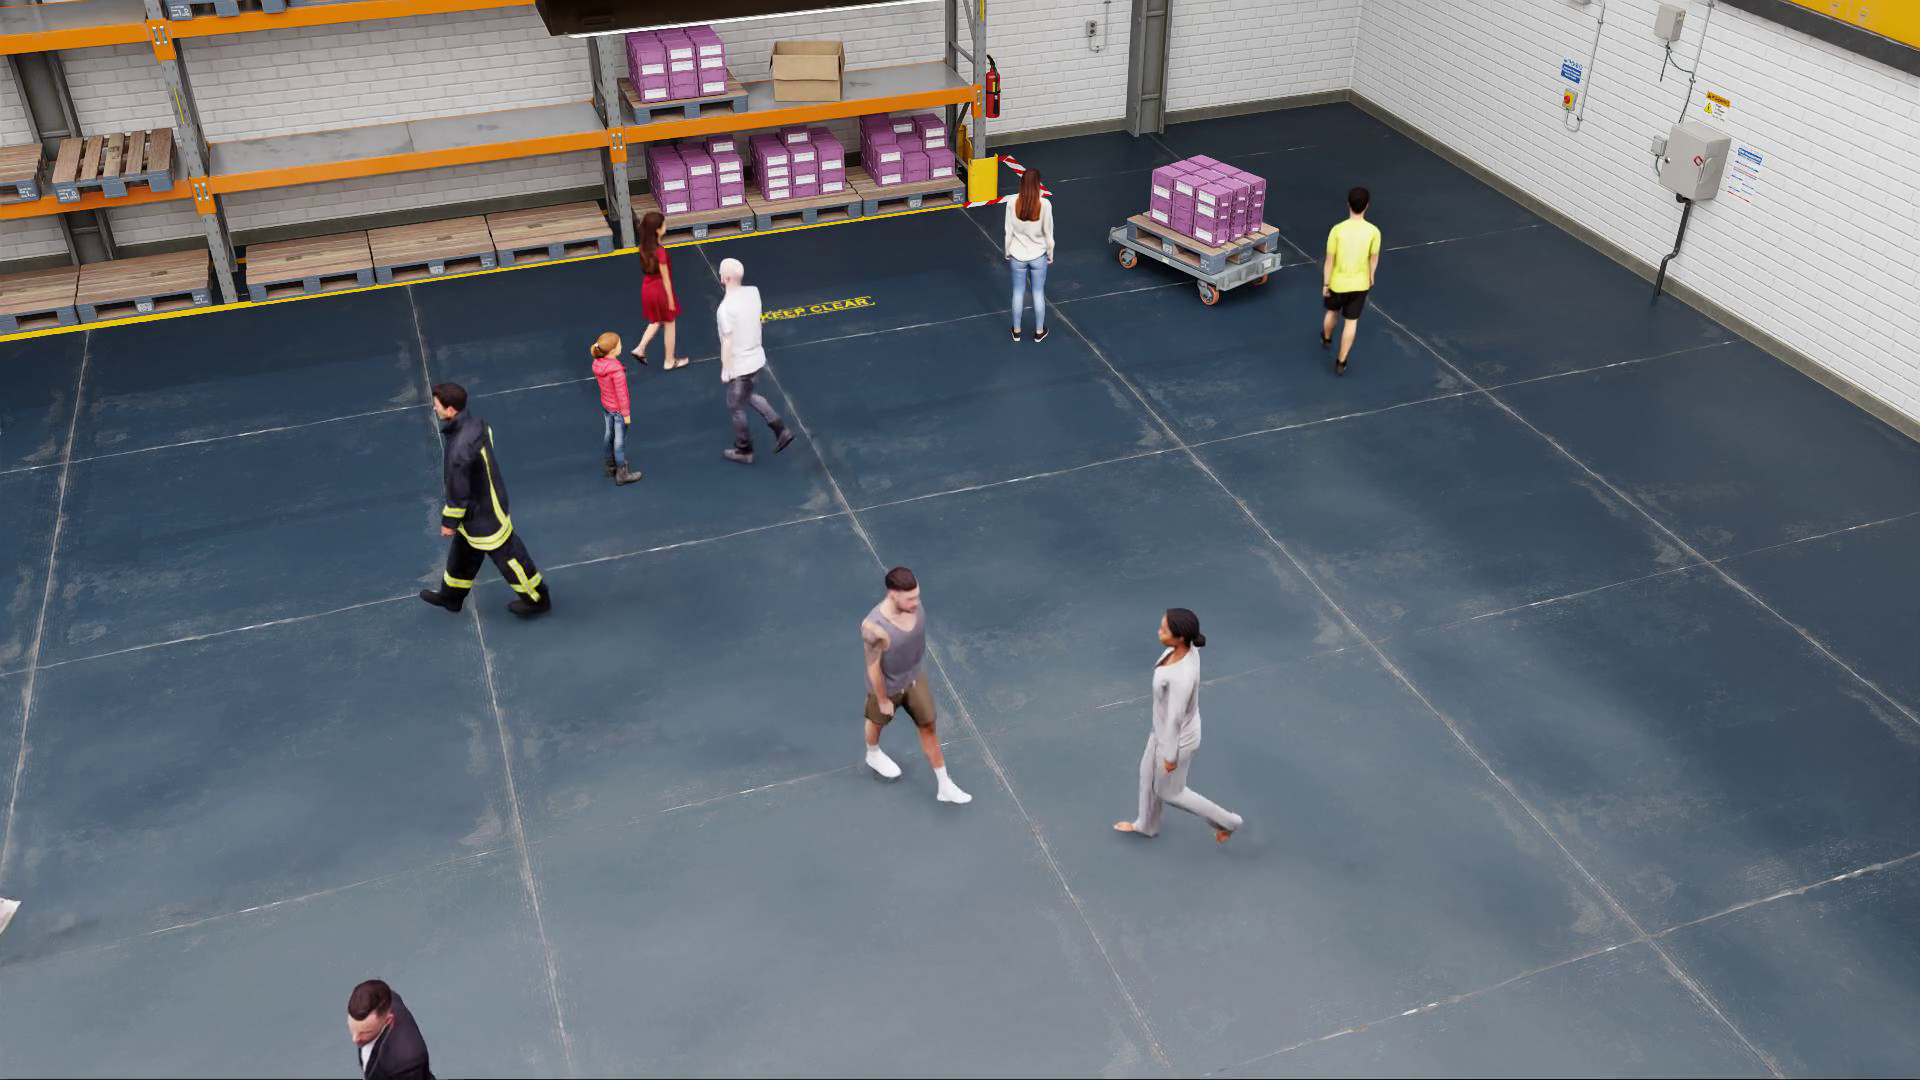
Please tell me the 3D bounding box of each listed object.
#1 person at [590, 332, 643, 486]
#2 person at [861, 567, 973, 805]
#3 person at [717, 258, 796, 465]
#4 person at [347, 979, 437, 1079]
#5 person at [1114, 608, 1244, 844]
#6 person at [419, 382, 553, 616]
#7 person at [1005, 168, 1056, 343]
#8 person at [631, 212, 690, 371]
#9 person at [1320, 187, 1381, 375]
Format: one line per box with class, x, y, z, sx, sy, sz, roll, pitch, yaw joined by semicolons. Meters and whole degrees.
person;-2.813;-1.075;13.491;0.565;1.314;0.561;-24;40;-31
person;-0.456;0.816;10.235;1.034;1.781;1.144;27;42;35
person;-1.690;-1.411;13.544;0.999;1.816;0.938;13;36;19
person;-2.385;2.588;7.558;1.284;1.782;0.855;-16;37;-23
person;1.344;1.141;9.797;1.100;1.714;0.918;4;34;6
person;-3.287;-0.229;11.713;1.231;1.874;0.924;-5;34;-8
person;0.644;-2.664;15.541;0.655;1.692;0.769;6;34;8
person;-2.777;-2.213;15.001;0.870;1.538;0.717;-26;41;-33
person;3.509;-2.299;15.007;1.020;1.676;0.993;8;34;11
